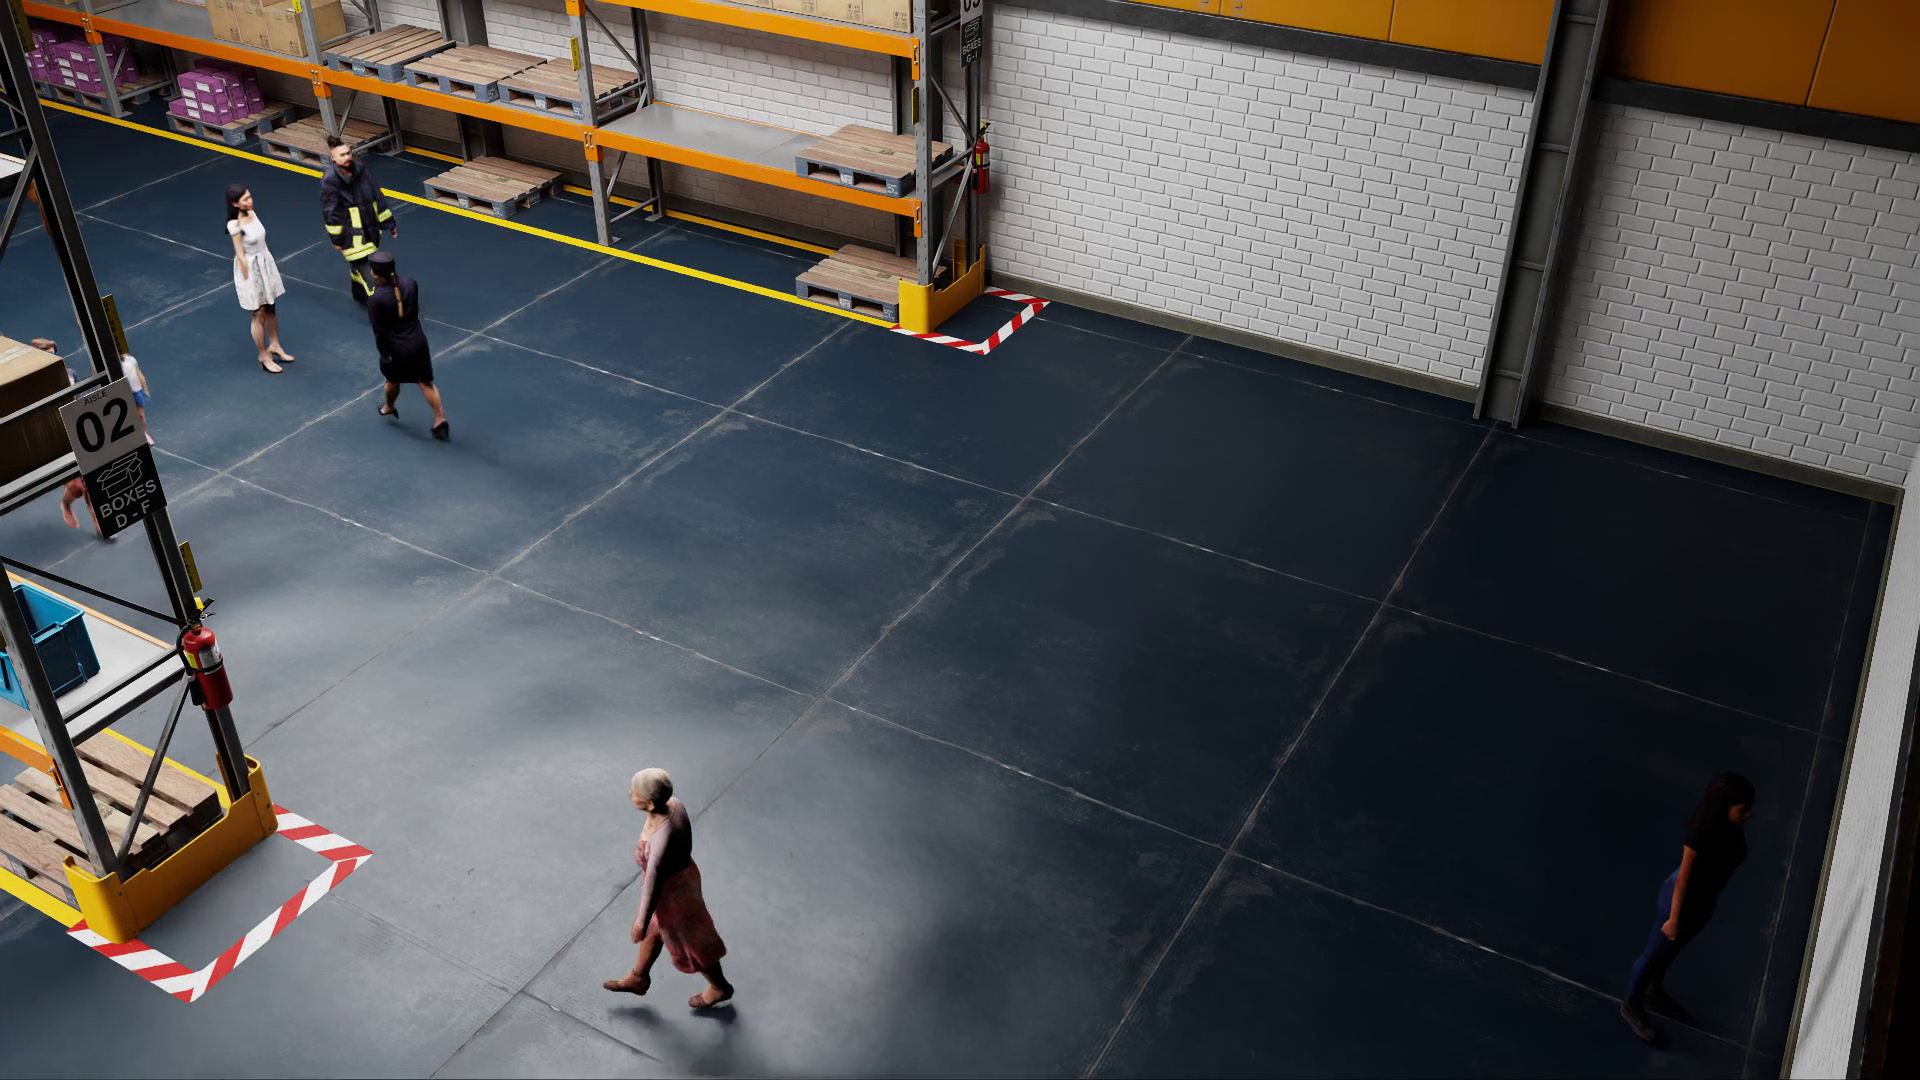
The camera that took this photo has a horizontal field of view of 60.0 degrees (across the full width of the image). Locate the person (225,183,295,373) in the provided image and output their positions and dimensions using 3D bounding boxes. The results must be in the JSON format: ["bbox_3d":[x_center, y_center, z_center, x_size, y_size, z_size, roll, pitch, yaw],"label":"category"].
[{"bbox_3d":[-6.352,-2.368,15.020,0.765,1.770,0.755,4,34,6],"label":"person"}]

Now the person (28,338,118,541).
[{"bbox_3d":[-6.847,-0.767,12.656,0.694,1.721,0.620,20,38,27],"label":"person"}]

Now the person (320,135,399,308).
[{"bbox_3d":[-5.794,-2.988,15.910,1.109,1.819,0.739,19,38,26],"label":"person"}]

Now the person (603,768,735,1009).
[{"bbox_3d":[-1.415,1.870,8.739,1.027,1.666,0.927,-5,34,-8],"label":"person"}]

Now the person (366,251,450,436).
[{"bbox_3d":[-4.626,-1.602,13.999,1.095,1.626,0.780,23,40,30],"label":"person"}]

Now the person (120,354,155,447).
[{"bbox_3d":[-7.037,-1.274,14.054,0.479,1.017,0.489,-26,42,-33],"label":"person"}]

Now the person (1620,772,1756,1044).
[{"bbox_3d":[3.792,1.875,8.666,0.645,1.738,0.645,-24,40,-31],"label":"person"}]
